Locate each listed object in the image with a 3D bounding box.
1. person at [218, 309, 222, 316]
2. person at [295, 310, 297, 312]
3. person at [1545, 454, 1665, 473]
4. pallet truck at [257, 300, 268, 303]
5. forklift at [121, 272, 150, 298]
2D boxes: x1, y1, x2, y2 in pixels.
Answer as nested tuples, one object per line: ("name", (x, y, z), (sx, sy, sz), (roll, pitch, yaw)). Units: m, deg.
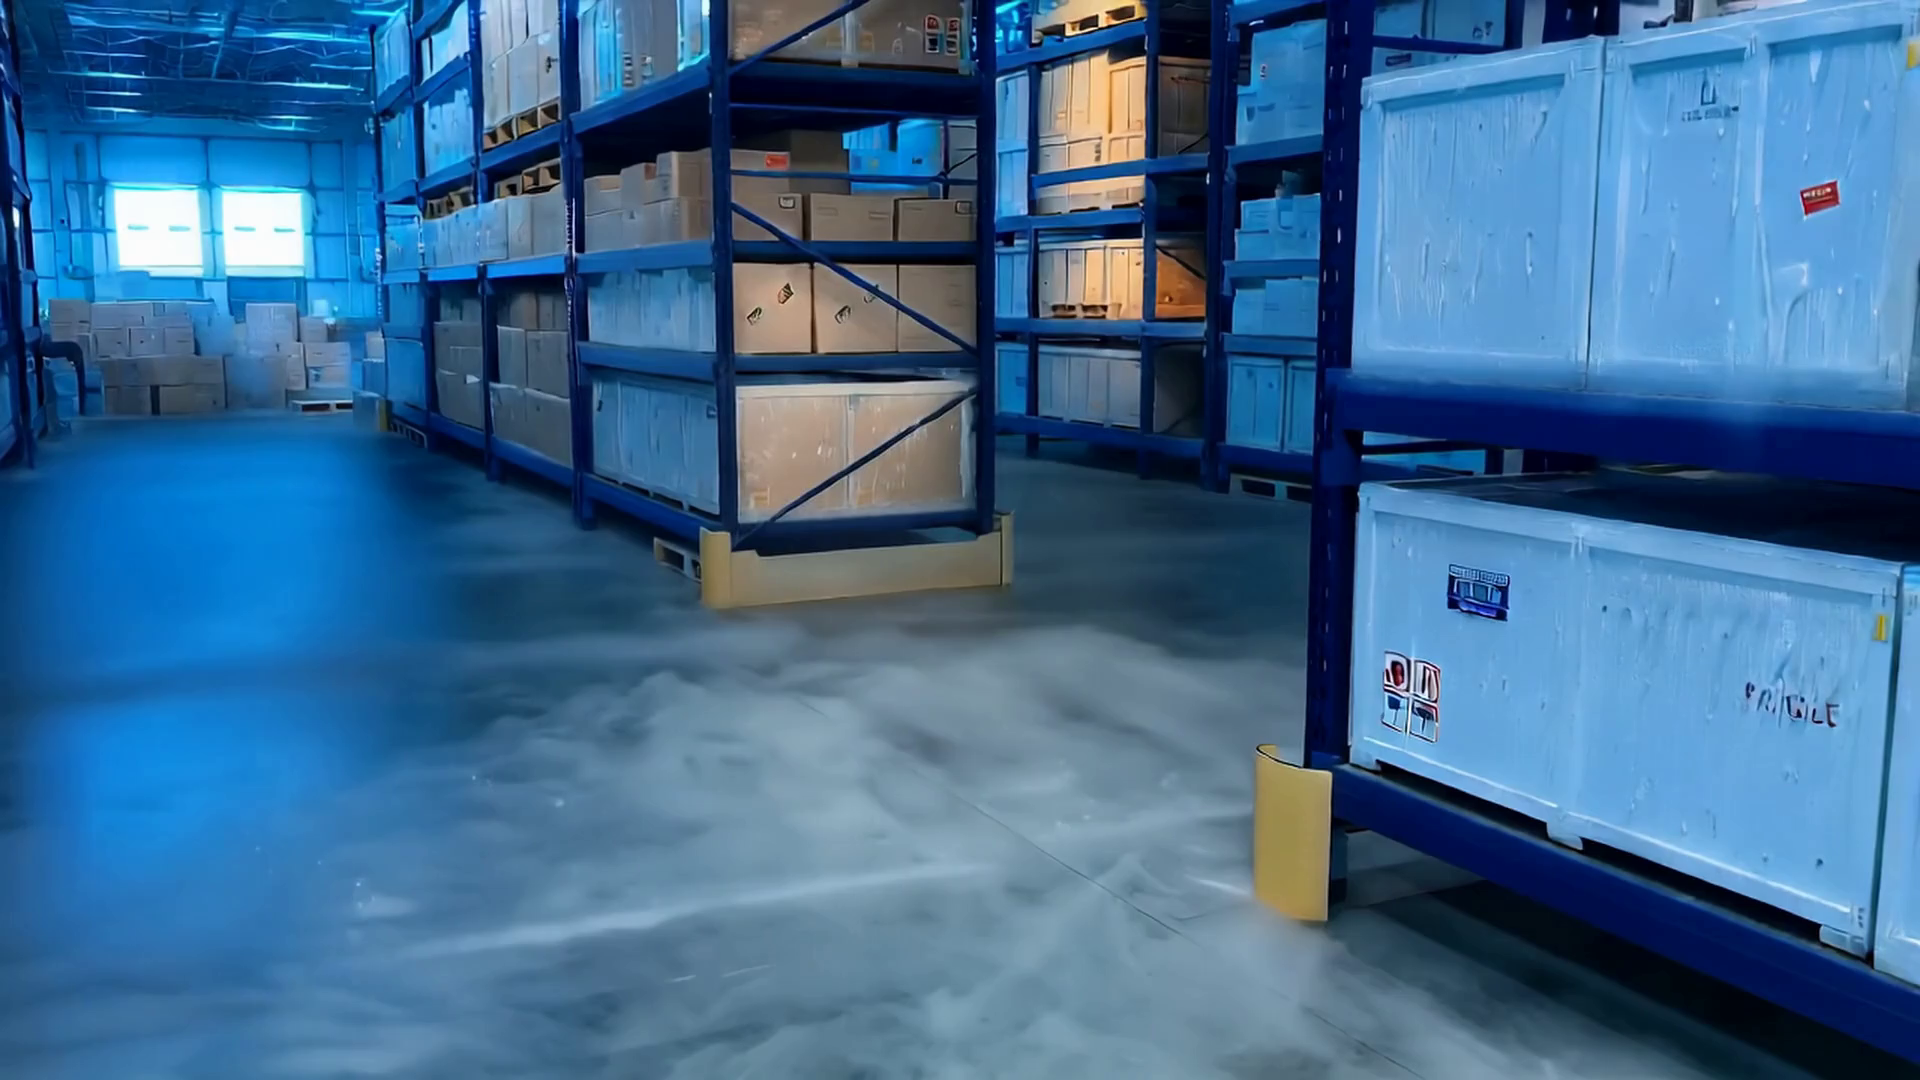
("person", (-15.363, -3.874, 34.403), (0.645, 1.840, 0.429), (8, 11, 43))
("person", (-16.379, -4.835, 40.817), (0.990, 1.890, 0.639), (-3, 9, -20))
("person", (3.485, -0.194, 8.990), (0.654, 1.856, 1.029), (5, 10, 33))
("pallet truck", (-23.913, -7.404, 58.171), (1.885, 1.965, 0.823), (-1, 8, -9))
("forklift", (-24.911, -6.719, 50.418), (1.129, 2.768, 1.873), (4, 9, 26))
